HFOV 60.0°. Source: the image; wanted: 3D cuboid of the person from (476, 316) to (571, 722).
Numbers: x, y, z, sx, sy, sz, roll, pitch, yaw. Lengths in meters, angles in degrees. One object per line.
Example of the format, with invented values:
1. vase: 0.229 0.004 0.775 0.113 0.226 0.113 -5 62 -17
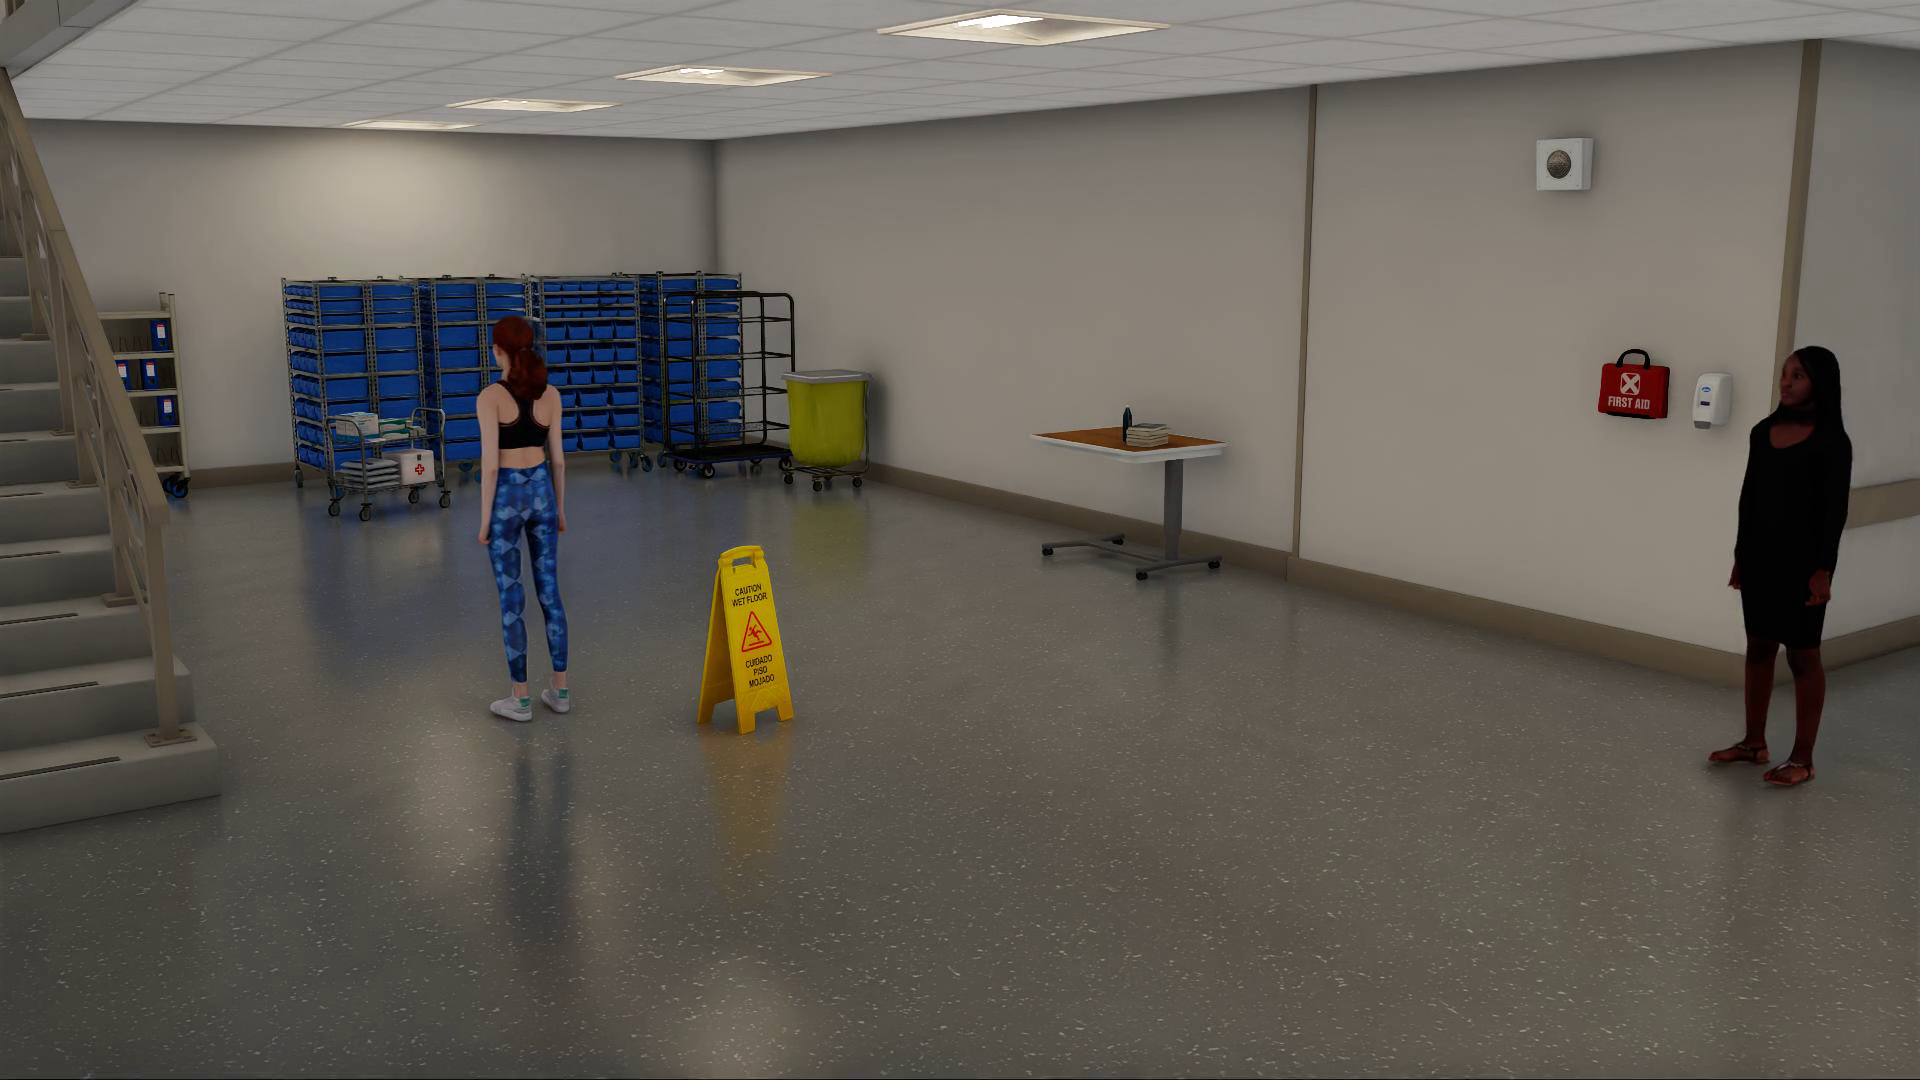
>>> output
1. person: -1.944 -0.095 7.385 0.603 1.786 0.602 -10 14 -42

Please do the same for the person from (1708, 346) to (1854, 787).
1. person: 3.257 0.097 6.542 0.718 1.721 0.519 -4 11 -20
